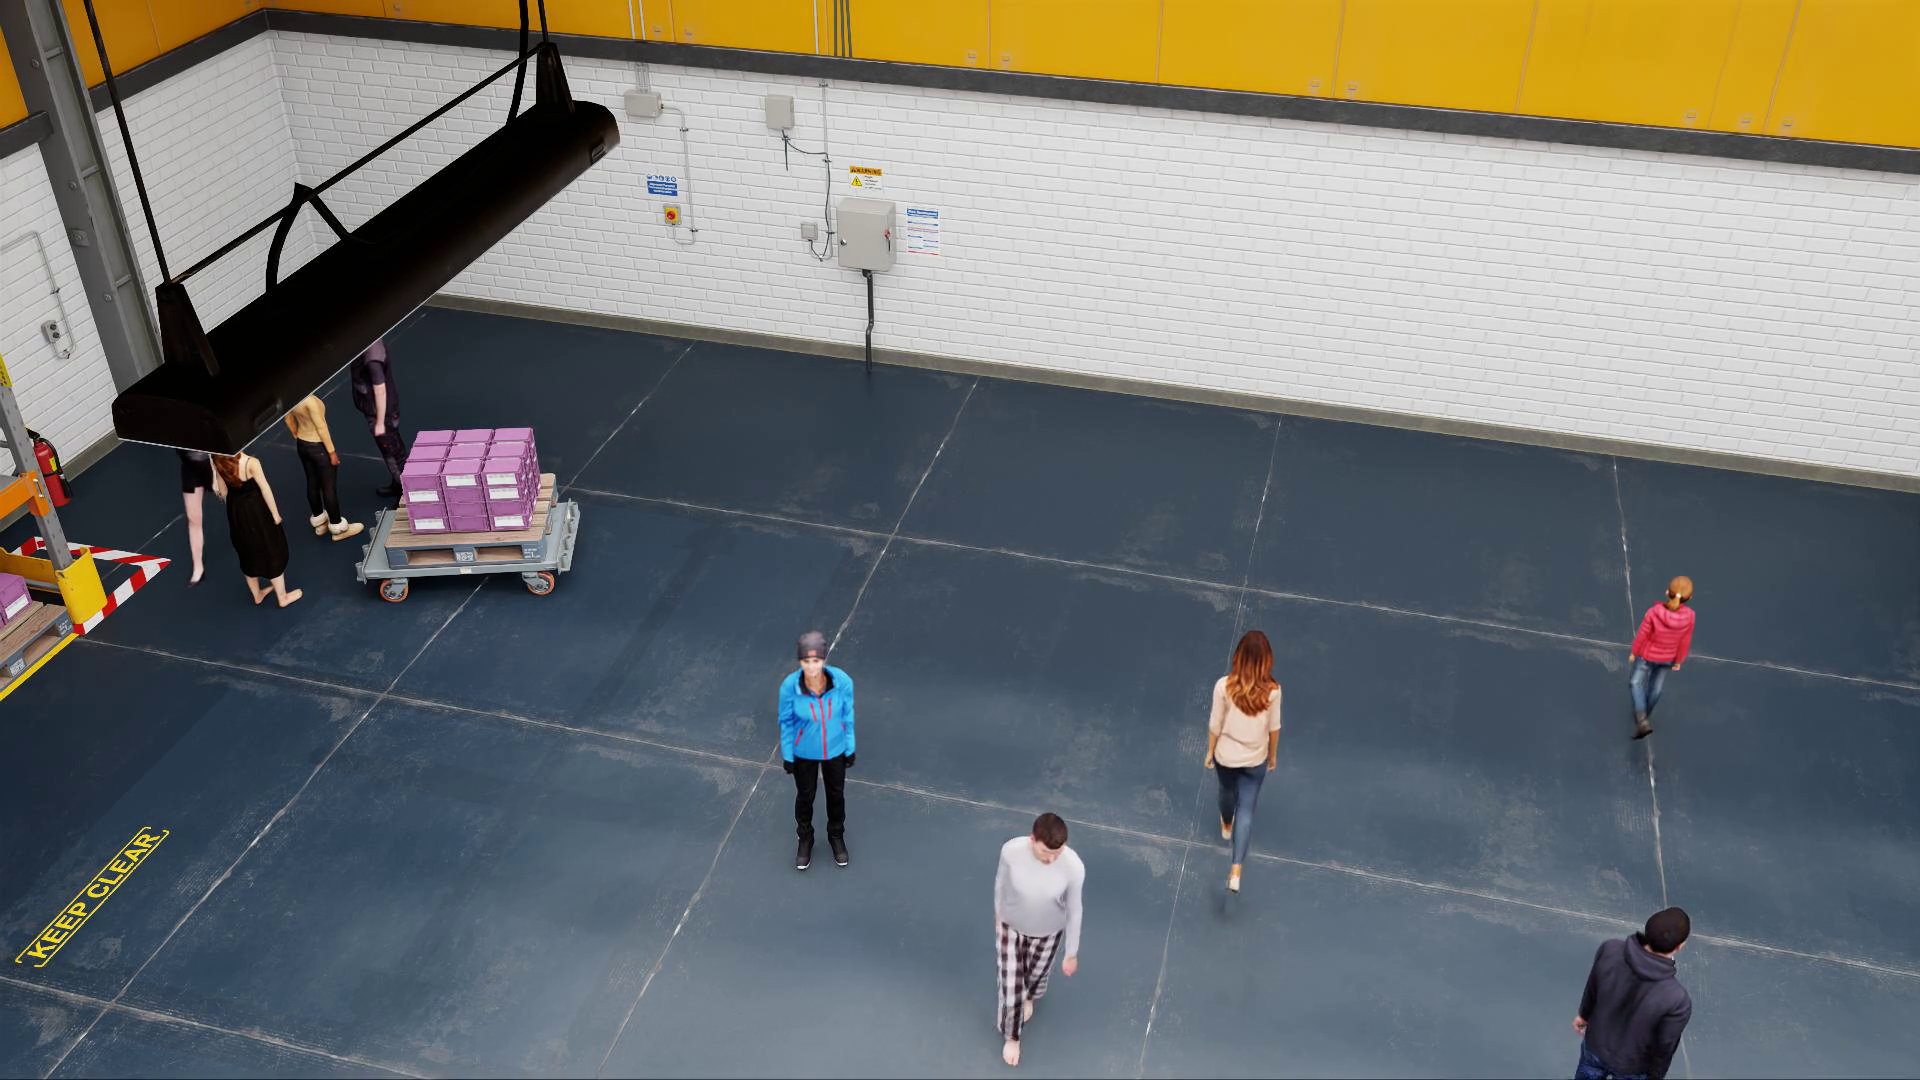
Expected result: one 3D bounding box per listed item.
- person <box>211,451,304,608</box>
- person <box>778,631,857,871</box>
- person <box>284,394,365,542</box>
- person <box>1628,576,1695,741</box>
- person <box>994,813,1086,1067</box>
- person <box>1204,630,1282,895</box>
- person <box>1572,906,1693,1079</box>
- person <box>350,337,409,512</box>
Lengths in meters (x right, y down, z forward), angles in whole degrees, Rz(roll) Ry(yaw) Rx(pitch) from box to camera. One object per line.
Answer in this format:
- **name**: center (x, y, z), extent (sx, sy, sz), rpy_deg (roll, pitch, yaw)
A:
- **person**: center (-5.469, -0.204, 12.794), extent (0.577, 1.625, 0.559), rpy_deg (7, 34, 11)
- **person**: center (-0.877, 1.307, 10.365), extent (0.688, 1.797, 0.660), rpy_deg (-4, 34, -7)
- **person**: center (-5.284, -0.760, 13.598), extent (0.662, 1.660, 0.646), rpy_deg (19, 38, 26)
- **person**: center (4.834, 0.843, 11.508), extent (0.578, 1.305, 0.762), rpy_deg (3, 34, 5)
- **person**: center (0.391, 2.068, 9.219), extent (0.697, 1.799, 0.854), rpy_deg (10, 35, 14)
- **person**: center (1.737, 1.399, 10.266), extent (0.641, 1.754, 1.117), rpy_deg (6, 34, 10)
- **person**: center (3.265, 2.589, 8.371), extent (1.132, 1.870, 1.026), rpy_deg (-23, 40, -30)
- **person**: center (-4.847, -1.090, 13.929), extent (0.863, 1.845, 0.761), rpy_deg (-12, 36, -18)
